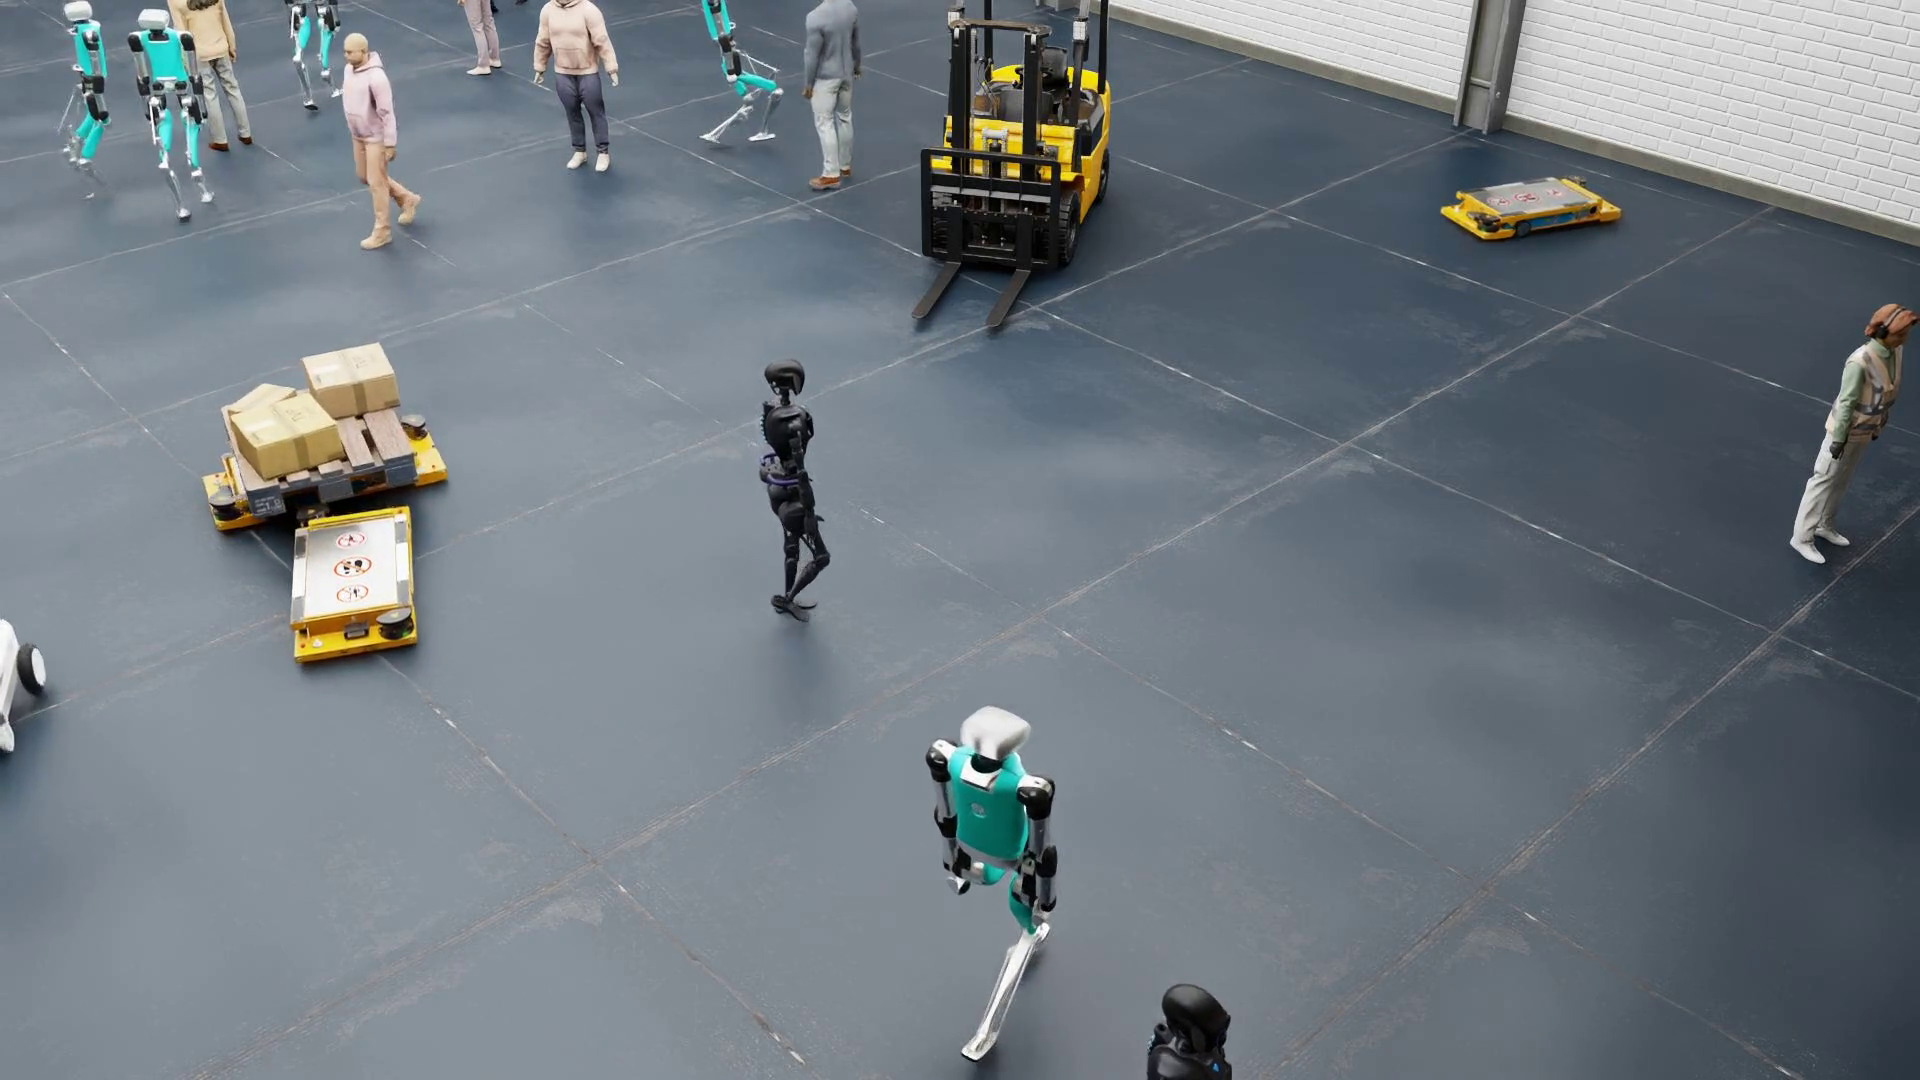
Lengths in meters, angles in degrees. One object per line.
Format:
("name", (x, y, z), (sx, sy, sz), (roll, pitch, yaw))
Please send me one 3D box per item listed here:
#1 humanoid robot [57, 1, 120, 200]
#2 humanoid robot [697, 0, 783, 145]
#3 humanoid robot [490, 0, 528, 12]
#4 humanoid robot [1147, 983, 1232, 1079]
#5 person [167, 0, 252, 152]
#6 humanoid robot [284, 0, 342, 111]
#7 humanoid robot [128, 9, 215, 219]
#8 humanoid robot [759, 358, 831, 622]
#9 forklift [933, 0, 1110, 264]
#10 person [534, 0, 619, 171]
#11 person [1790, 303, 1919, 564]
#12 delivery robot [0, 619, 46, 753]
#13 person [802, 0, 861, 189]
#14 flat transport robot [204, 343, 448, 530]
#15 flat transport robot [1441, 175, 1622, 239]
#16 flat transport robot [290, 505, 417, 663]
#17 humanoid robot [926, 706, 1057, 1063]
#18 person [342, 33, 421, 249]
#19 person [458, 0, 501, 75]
("humanoid robot", (-7.845, -3.776, 14.708), (0.796, 1.854, 0.533), (-19, 38, -26))
("humanoid robot", (-2.066, -4.561, 15.841), (0.990, 1.735, 0.532), (-7, 34, -11))
("humanoid robot", (-5.560, -7.231, 20.045), (0.611, 1.646, 0.749), (8, 34, 12))
("humanoid robot", (0.747, 2.093, 5.724), (0.788, 1.644, 0.596), (19, 37, 26))
("person", (-7.162, -4.651, 15.851), (0.391, 1.874, 0.566), (26, 41, 34))
("humanoid robot", (-6.608, -5.208, 16.893), (0.546, 1.784, 1.055), (-2, 33, -3))
("humanoid robot", (-6.831, -3.645, 14.445), (0.551, 1.777, 0.921), (-6, 34, -10))
("humanoid robot", (-0.948, -0.279, 9.312), (0.364, 1.652, 0.586), (-11, 35, -17))
("forklift", (0.570, -3.725, 14.138), (1.214, 2.155, 2.313), (9, 34, 13))
("person", (-3.553, -4.373, 15.444), (0.819, 1.853, 0.435), (5, 33, 7))
("person", (5.320, -0.646, 9.909), (0.510, 1.638, 0.306), (-24, 40, -32))
("delivery robot", (-5.185, 0.746, 8.763), (0.499, 0.592, 0.783), (-10, 34, -15))
("person", (-1.130, -4.200, 15.106), (0.385, 1.938, 0.716), (24, 40, 32))
("flat transport robot", (-4.147, -0.446, 10.859), (1.431, 0.231, 0.659), (-16, 36, -23))
("flat transport robot", (5.046, -2.934, 14.683), (1.431, 0.231, 0.659), (-12, 35, -17))
("flat transport robot", (-3.586, 0.206, 9.856), (0.659, 0.231, 1.431), (-9, 34, -14))
("humanoid robot", (0.250, 1.282, 6.883), (0.530, 1.732, 1.065), (18, 37, 25))
("person", (-4.934, -3.387, 14.004), (0.556, 1.765, 0.685), (24, 40, 32))
("person", (-5.235, -5.911, 17.882), (0.300, 1.772, 0.529), (10, 34, 15))
